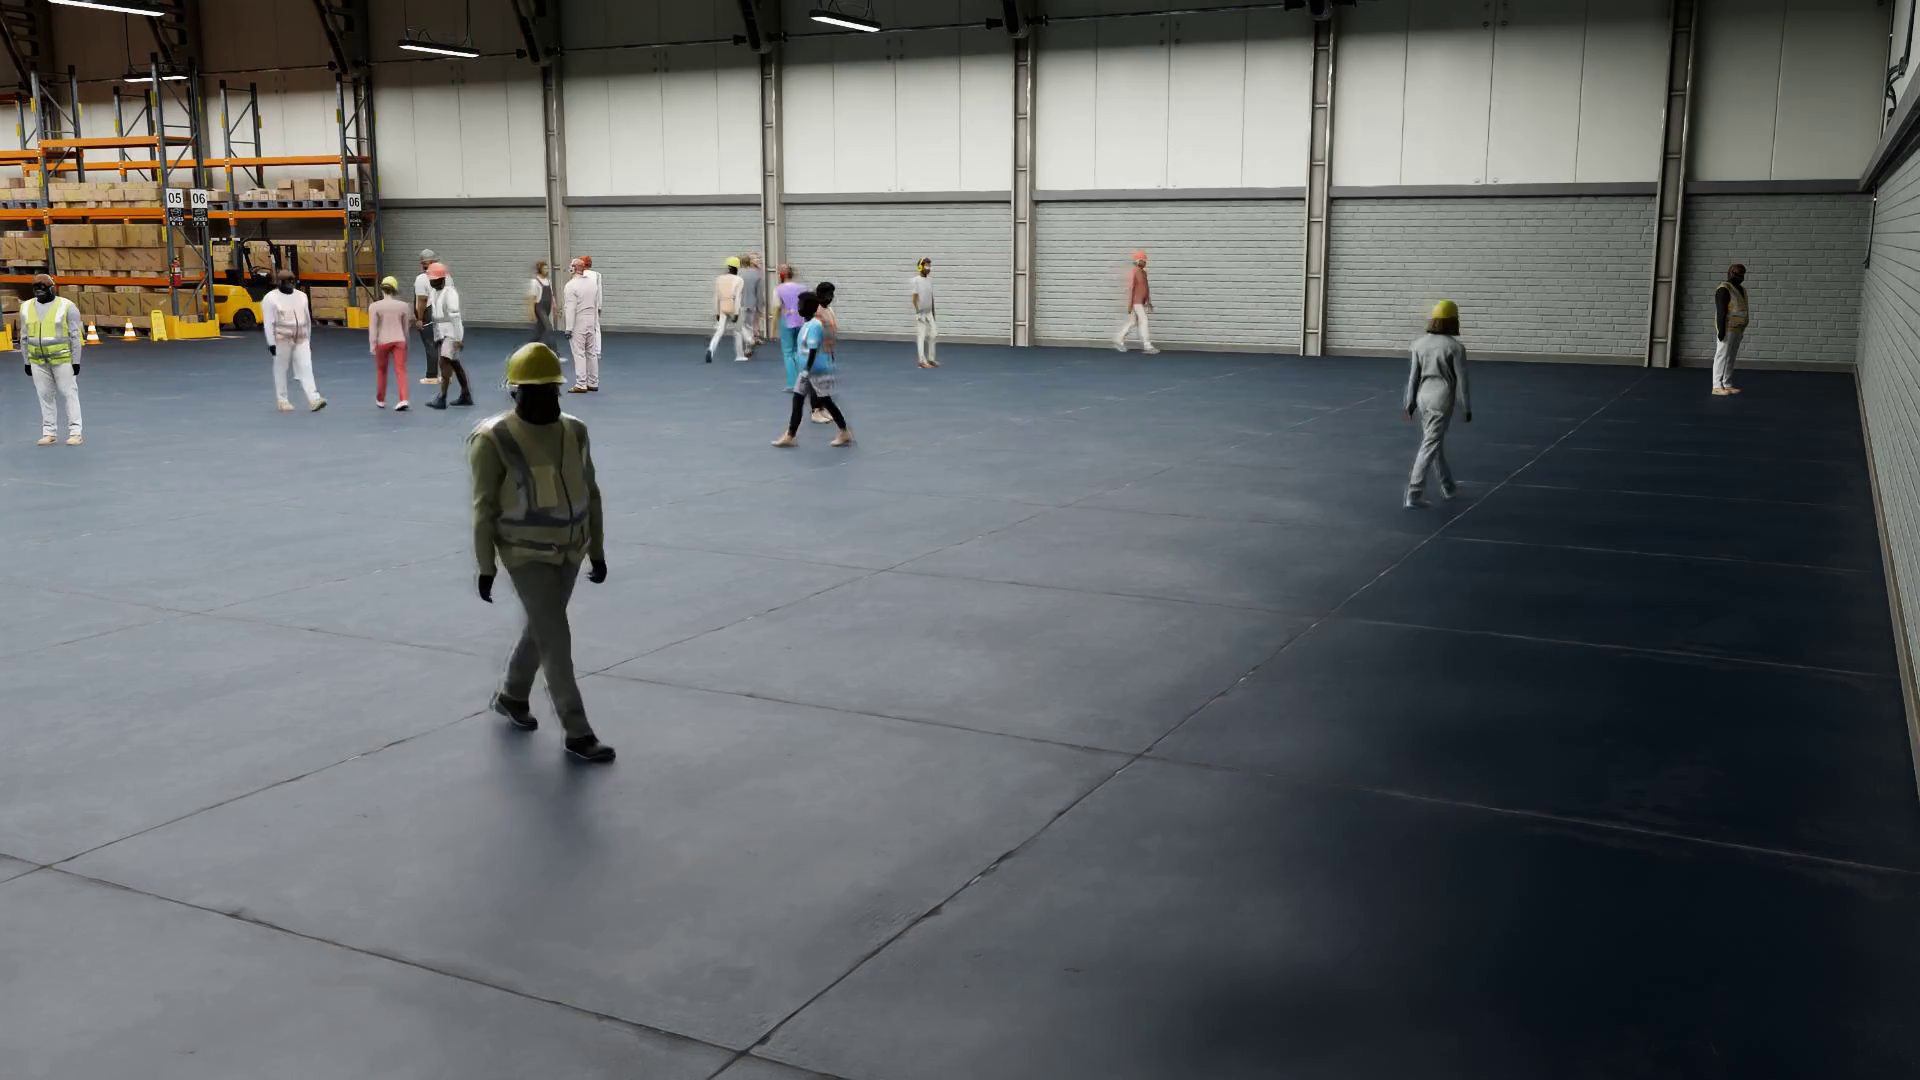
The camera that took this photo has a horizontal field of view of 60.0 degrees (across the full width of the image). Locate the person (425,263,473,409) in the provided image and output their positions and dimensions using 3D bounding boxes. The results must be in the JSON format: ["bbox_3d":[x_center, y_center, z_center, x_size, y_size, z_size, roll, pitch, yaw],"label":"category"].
[{"bbox_3d":[-6.688,-2.643,21.573,0.652,1.877,0.885,10,14,43],"label":"person"}]

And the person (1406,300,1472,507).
[{"bbox_3d":[4.033,-1.133,13.842,0.895,1.691,0.501,-8,13,-36],"label":"person"}]

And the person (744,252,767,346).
[{"bbox_3d":[-4.199,-4.919,33.933,0.410,1.909,0.642,6,12,29],"label":"person"}]

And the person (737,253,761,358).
[{"bbox_3d":[-3.870,-4.241,30.208,0.639,1.920,0.646,-7,12,-33],"label":"person"}]

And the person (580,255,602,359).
[{"bbox_3d":[-6.755,-4.219,30.181,0.573,1.883,0.355,-10,14,-43],"label":"person"}]

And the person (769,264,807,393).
[{"bbox_3d":[-2.427,-3.000,23.669,0.444,1.829,0.580,8,13,37],"label":"person"}]

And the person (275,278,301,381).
[{"bbox_3d":[-10.414,-3.276,25.700,0.512,1.641,0.309,-1,10,-4],"label":"person"}]

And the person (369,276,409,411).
[{"bbox_3d":[-7.341,-2.527,21.417,0.543,1.712,0.895,-7,12,-33],"label":"person"}]

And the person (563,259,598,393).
[{"bbox_3d":[-5.441,-3.056,23.775,0.400,1.907,0.645,5,12,26],"label":"person"}]

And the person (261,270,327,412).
[{"bbox_3d":[-8.465,-2.509,21.092,0.943,1.794,0.659,9,14,42],"label":"person"}]

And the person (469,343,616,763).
[{"bbox_3d":[-1.840,0.026,7.296,0.911,1.792,0.603,8,13,36],"label":"person"}]

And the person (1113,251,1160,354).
[{"bbox_3d":[3.357,-4.539,31.745,0.994,1.959,0.611,5,12,26],"label":"person"}]

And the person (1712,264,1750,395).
[{"bbox_3d":[10.884,-2.965,23.463,0.634,1.840,0.429,-9,14,-40],"label":"person"}]

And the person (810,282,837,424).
[{"bbox_3d":[-1.644,-2.247,19.952,0.325,1.690,0.536,3,11,14],"label":"person"}]

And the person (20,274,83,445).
[{"bbox_3d":[-9.719,-1.920,17.795,0.628,1.836,0.430,0,10,-2],"label":"person"}]

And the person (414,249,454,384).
[{"bbox_3d":[-8.012,-3.384,25.197,0.536,2.000,0.673,6,12,28],"label":"person"}]

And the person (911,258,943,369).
[{"bbox_3d":[-0.576,-3.822,28.085,0.537,1.861,0.409,-10,14,-42],"label":"person"}]

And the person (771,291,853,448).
[{"bbox_3d":[-1.542,-1.795,17.588,0.860,1.657,0.534,-4,11,-23],"label":"person"}]

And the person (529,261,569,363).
[{"bbox_3d":[-7.385,-4.023,29.356,0.946,1.804,0.514,3,11,14],"label":"person"}]

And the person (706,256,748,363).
[{"bbox_3d":[-4.113,-4.071,29.415,0.592,1.881,0.972,5,11,23],"label":"person"}]
